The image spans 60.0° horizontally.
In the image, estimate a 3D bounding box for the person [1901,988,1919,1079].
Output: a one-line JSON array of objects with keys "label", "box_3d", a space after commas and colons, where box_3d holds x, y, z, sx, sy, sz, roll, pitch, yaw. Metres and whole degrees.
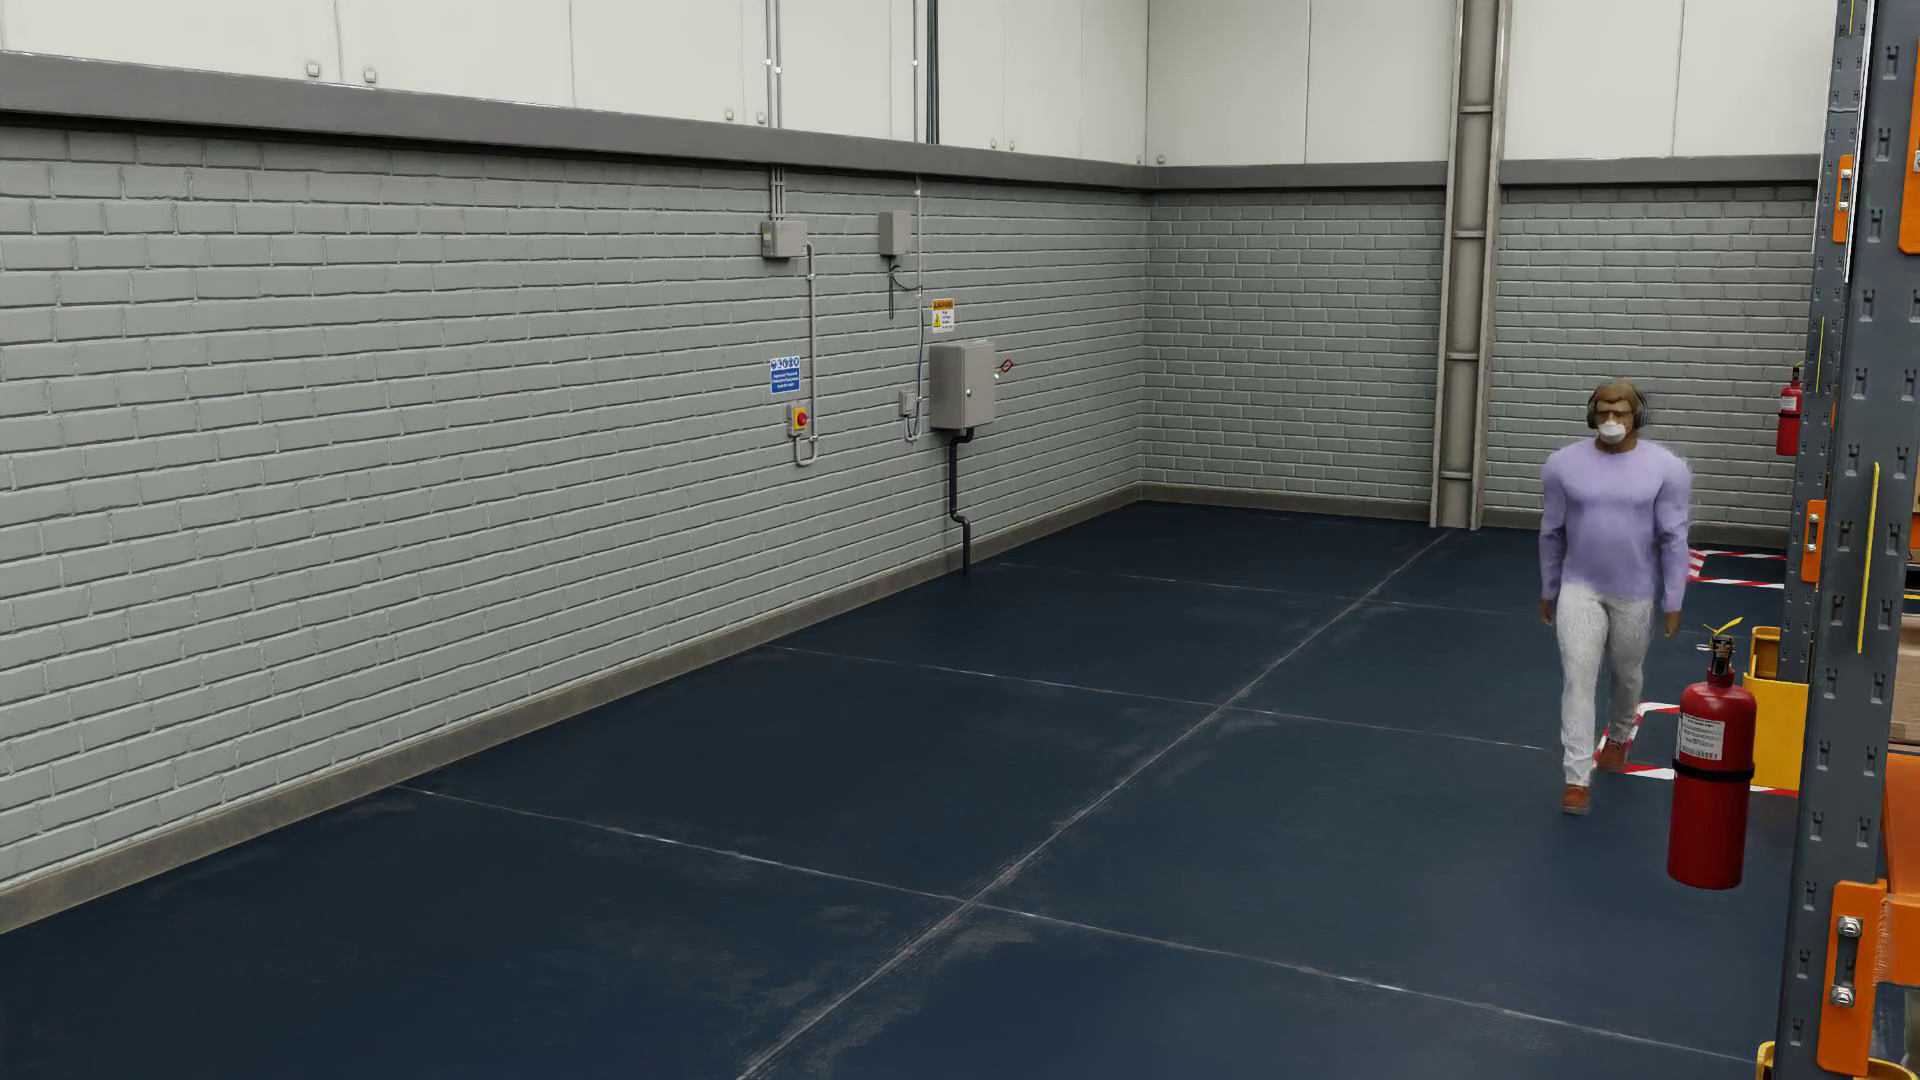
[{"label": "person", "box_3d": [2.737, 0.795, 4.448, 0.554, 1.849, 0.537, 2, 11, 13]}]

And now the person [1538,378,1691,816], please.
[{"label": "person", "box_3d": [2.928, 0.210, 7.495, 0.639, 1.901, 0.976, 5, 12, 26]}]
